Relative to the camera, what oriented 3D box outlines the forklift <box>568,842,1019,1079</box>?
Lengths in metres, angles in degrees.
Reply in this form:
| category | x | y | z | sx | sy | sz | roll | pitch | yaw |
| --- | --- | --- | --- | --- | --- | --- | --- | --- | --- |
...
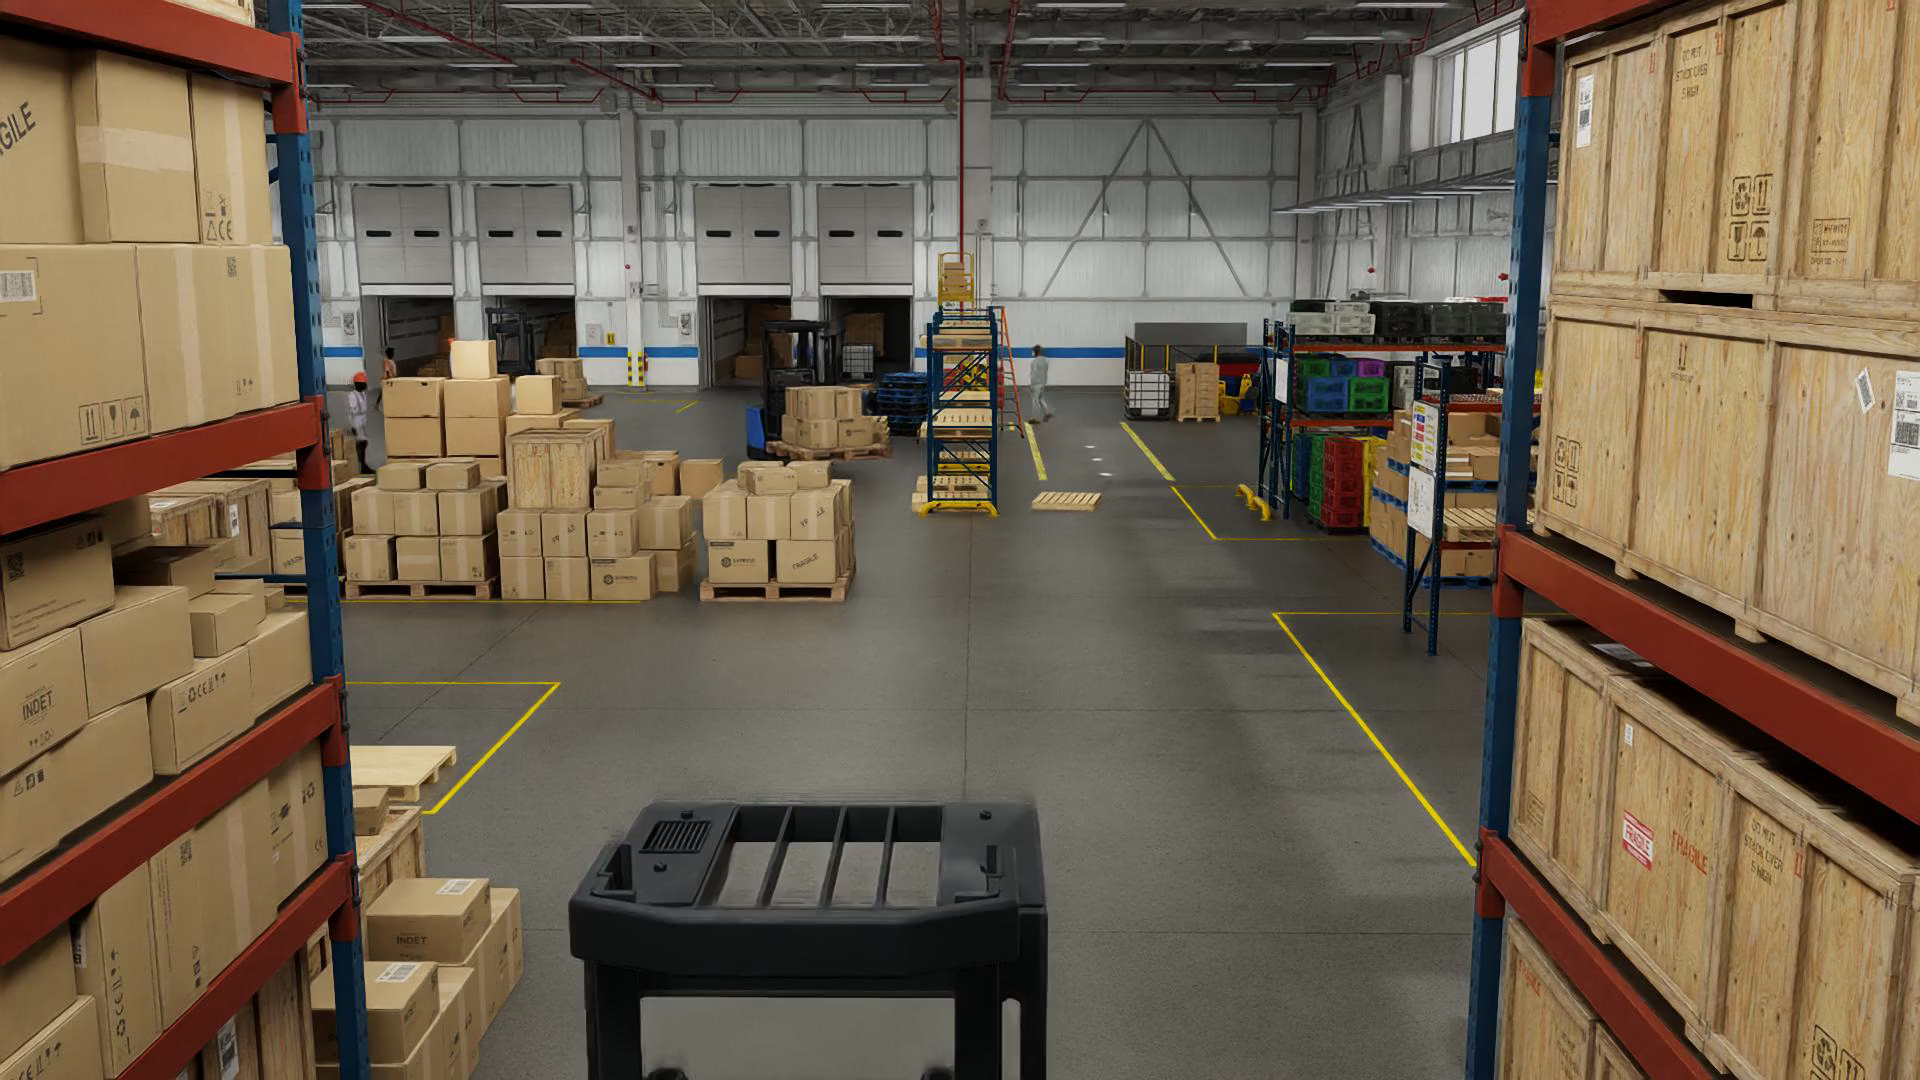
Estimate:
| category | x | y | z | sx | sy | sz | roll | pitch | yaw |
| --- | --- | --- | --- | --- | --- | --- | --- | --- | --- |
| forklift | -0.340 | 2.066 | 3.780 | 1.129 | 2.768 | 1.873 | 0 | 10 | 1 |

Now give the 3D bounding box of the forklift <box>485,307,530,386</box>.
| category | x | y | z | sx | sy | sz | roll | pitch | yaw |
| --- | --- | --- | --- | --- | --- | --- | --- | --- | --- |
| forklift | -10.754 | -4.150 | 39.646 | 1.129 | 2.768 | 1.873 | 0 | 10 | 1 |

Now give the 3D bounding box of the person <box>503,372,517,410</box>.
| category | x | y | z | sx | sy | sz | roll | pitch | yaw |
| --- | --- | --- | --- | --- | --- | --- | --- | --- | --- |
| person | -8.530 | -2.212 | 31.299 | 0.986 | 1.889 | 0.653 | 2 | 10 | 11 |

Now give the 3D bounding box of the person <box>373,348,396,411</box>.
| category | x | y | z | sx | sy | sz | roll | pitch | yaw |
| --- | --- | --- | --- | --- | --- | --- | --- | --- | --- |
| person | -14.955 | -4.202 | 43.458 | 0.836 | 1.663 | 0.531 | 1 | 10 | 8 |

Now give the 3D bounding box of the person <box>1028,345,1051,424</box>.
| category | x | y | z | sx | sy | sz | roll | pitch | yaw |
| --- | --- | --- | --- | --- | --- | --- | --- | --- | --- |
| person | 1.880 | -3.723 | 39.913 | 0.460 | 1.928 | 0.655 | 7 | 12 | 35 |

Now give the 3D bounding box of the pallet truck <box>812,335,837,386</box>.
| category | x | y | z | sx | sy | sz | roll | pitch | yaw |
| --- | --- | --- | --- | --- | --- | --- | --- | --- | --- |
| pallet truck | -3.021 | -4.312 | 43.126 | 1.885 | 1.965 | 0.823 | 3 | 10 | 17 |

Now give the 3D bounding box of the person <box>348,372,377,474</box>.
| category | x | y | z | sx | sy | sz | roll | pitch | yaw |
| --- | --- | --- | --- | --- | --- | --- | --- | --- | --- |
| person | -11.302 | -2.182 | 31.076 | 0.647 | 1.918 | 0.557 | 1 | 10 | 3 |

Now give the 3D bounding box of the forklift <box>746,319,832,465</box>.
| category | x | y | z | sx | sy | sz | roll | pitch | yaw |
| --- | --- | --- | --- | --- | --- | --- | --- | --- | --- |
| forklift | -3.403 | -2.904 | 32.456 | 1.129 | 2.768 | 1.873 | -5 | 11 | -27 |

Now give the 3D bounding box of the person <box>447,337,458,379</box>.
| category | x | y | z | sx | sy | sz | roll | pitch | yaw |
| --- | --- | --- | --- | --- | --- | --- | --- | --- | --- |
| person | -13.139 | -4.308 | 43.303 | 0.368 | 1.929 | 0.542 | -9 | 13 | -42 |
